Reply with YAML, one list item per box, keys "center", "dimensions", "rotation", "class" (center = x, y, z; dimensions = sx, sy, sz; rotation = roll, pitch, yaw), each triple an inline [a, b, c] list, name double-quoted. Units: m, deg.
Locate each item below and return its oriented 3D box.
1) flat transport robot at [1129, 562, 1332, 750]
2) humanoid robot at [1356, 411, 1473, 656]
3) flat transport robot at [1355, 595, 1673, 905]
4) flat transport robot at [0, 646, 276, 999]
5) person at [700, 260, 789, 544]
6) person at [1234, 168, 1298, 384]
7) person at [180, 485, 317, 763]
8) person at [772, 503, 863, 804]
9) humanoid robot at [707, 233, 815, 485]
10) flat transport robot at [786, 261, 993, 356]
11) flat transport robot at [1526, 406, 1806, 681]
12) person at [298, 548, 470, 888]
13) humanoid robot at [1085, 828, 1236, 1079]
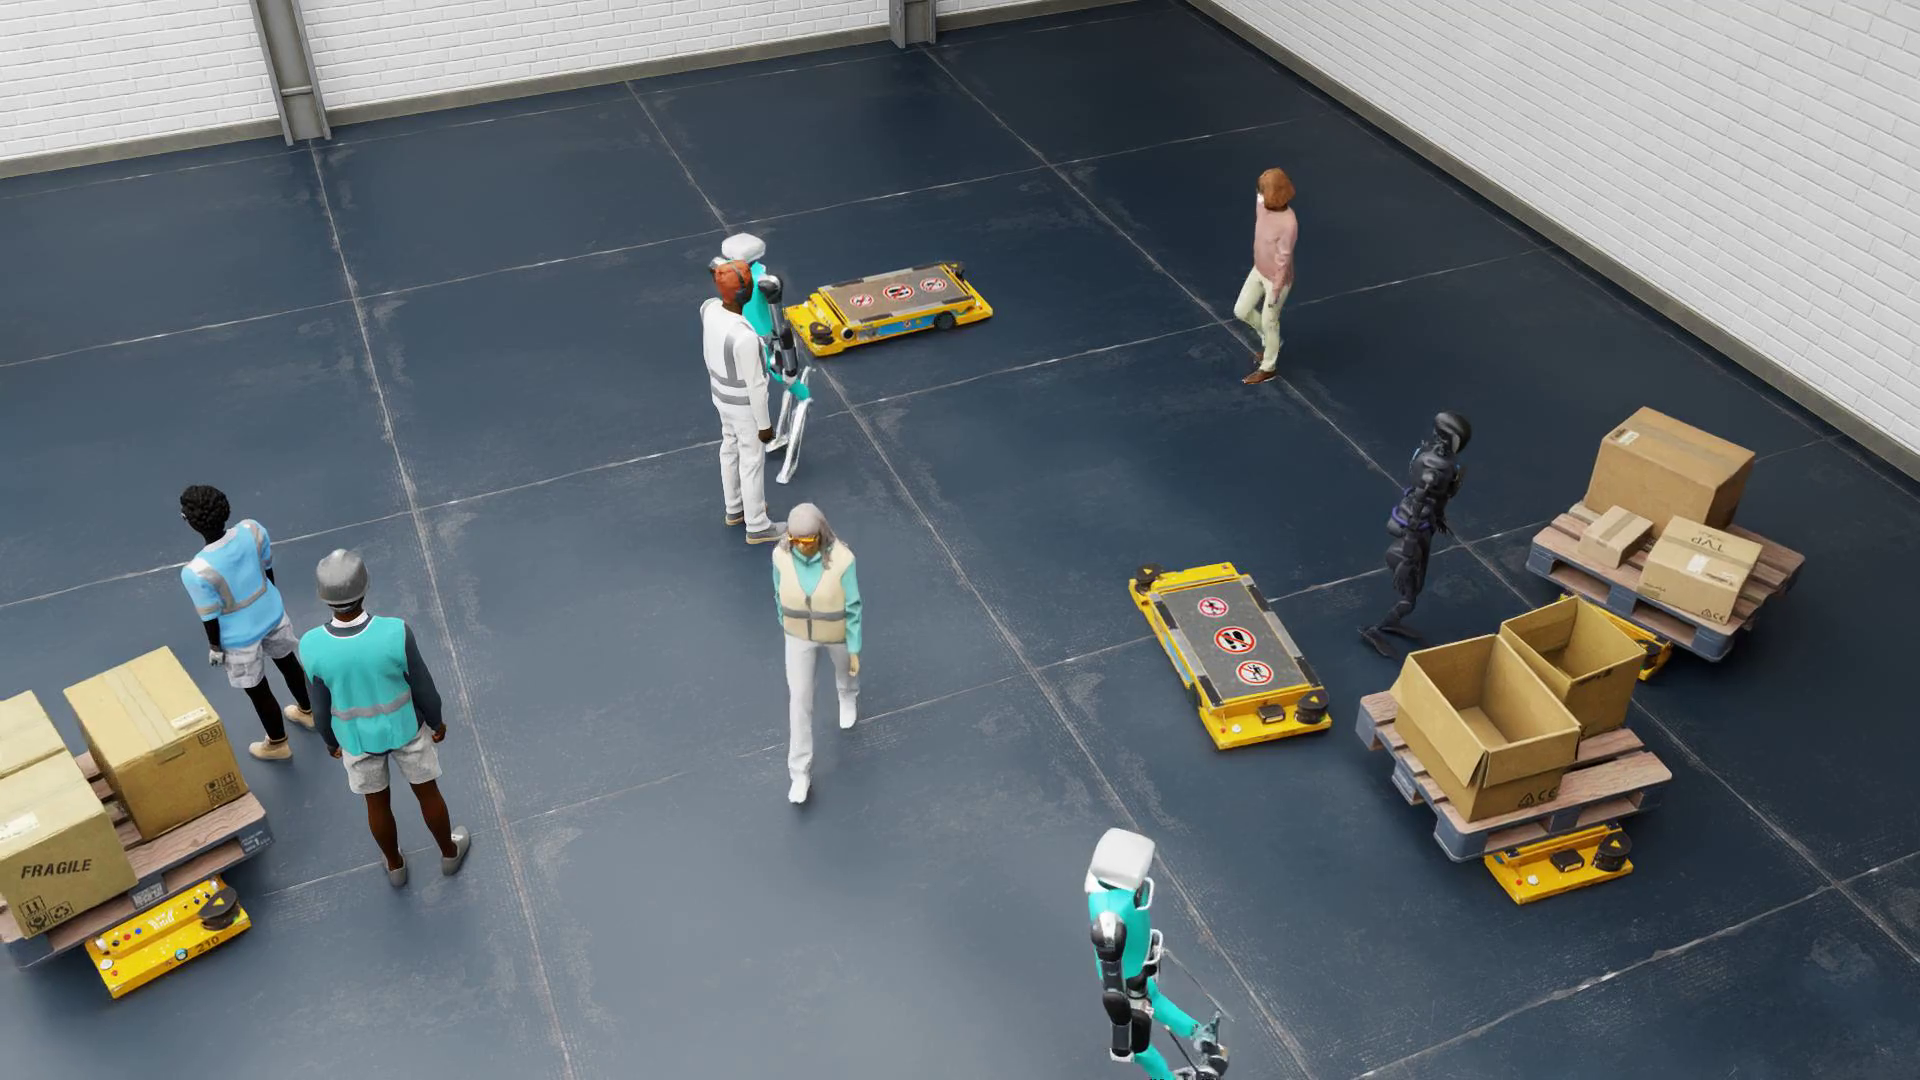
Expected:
- center: [1.517, 0.602, 9.490]
  dimensions: [0.659, 0.231, 1.431]
  rotation: [-10, 39, -12]
  class: "flat transport robot"
- center: [2.516, -0.054, 9.186]
  dimensions: [0.377, 1.643, 0.603]
  rotation: [20, 42, 24]
  class: "humanoid robot"
- center: [2.791, 1.247, 8.651]
  dimensions: [0.659, 0.231, 1.431]
  rotation: [-11, 39, -14]
  class: "flat transport robot"
- center: [-4.111, 1.597, 8.195]
  dimensions: [0.659, 0.231, 1.431]
  rotation: [-28, 45, -31]
  class: "flat transport robot"
- center: [-1.308, -0.827, 10.024]
  dimensions: [0.343, 1.883, 0.585]
  rotation: [-23, 43, -27]
  class: "person"
- center: [2.127, -1.818, 11.529]
  dimensions: [0.355, 1.616, 0.517]
  rotation: [-15, 40, -18]
  class: "person"
- center: [-3.662, 0.432, 8.538]
  dimensions: [0.322, 1.697, 0.532]
  rotation: [14, 40, 18]
  class: "person"
- center: [-0.712, 0.499, 8.478]
  dimensions: [0.465, 1.652, 0.956]
  rotation: [3, 38, 4]
  class: "person"
- center: [-1.159, -1.238, 10.652]
  dimensions: [0.530, 1.747, 0.760]
  rotation: [22, 43, 26]
  class: "humanoid robot"
- center: [-0.533, -1.757, 12.561]
  dimensions: [1.431, 0.231, 0.659]
  rotation: [-15, 40, -19]
  class: "flat transport robot"
- center: [4.137, 0.299, 9.885]
  dimensions: [1.431, 0.231, 0.659]
  rotation: [-31, 47, -33]
  class: "flat transport robot"
- center: [-2.701, 0.871, 7.770]
  dimensions: [0.561, 1.938, 0.430]
  rotation: [-9, 38, -12]
  class: "person"
- center: [0.876, 1.882, 6.642]
  dimensions: [0.795, 1.793, 0.545]
  rotation: [8, 38, 10]
  class: "humanoid robot"
